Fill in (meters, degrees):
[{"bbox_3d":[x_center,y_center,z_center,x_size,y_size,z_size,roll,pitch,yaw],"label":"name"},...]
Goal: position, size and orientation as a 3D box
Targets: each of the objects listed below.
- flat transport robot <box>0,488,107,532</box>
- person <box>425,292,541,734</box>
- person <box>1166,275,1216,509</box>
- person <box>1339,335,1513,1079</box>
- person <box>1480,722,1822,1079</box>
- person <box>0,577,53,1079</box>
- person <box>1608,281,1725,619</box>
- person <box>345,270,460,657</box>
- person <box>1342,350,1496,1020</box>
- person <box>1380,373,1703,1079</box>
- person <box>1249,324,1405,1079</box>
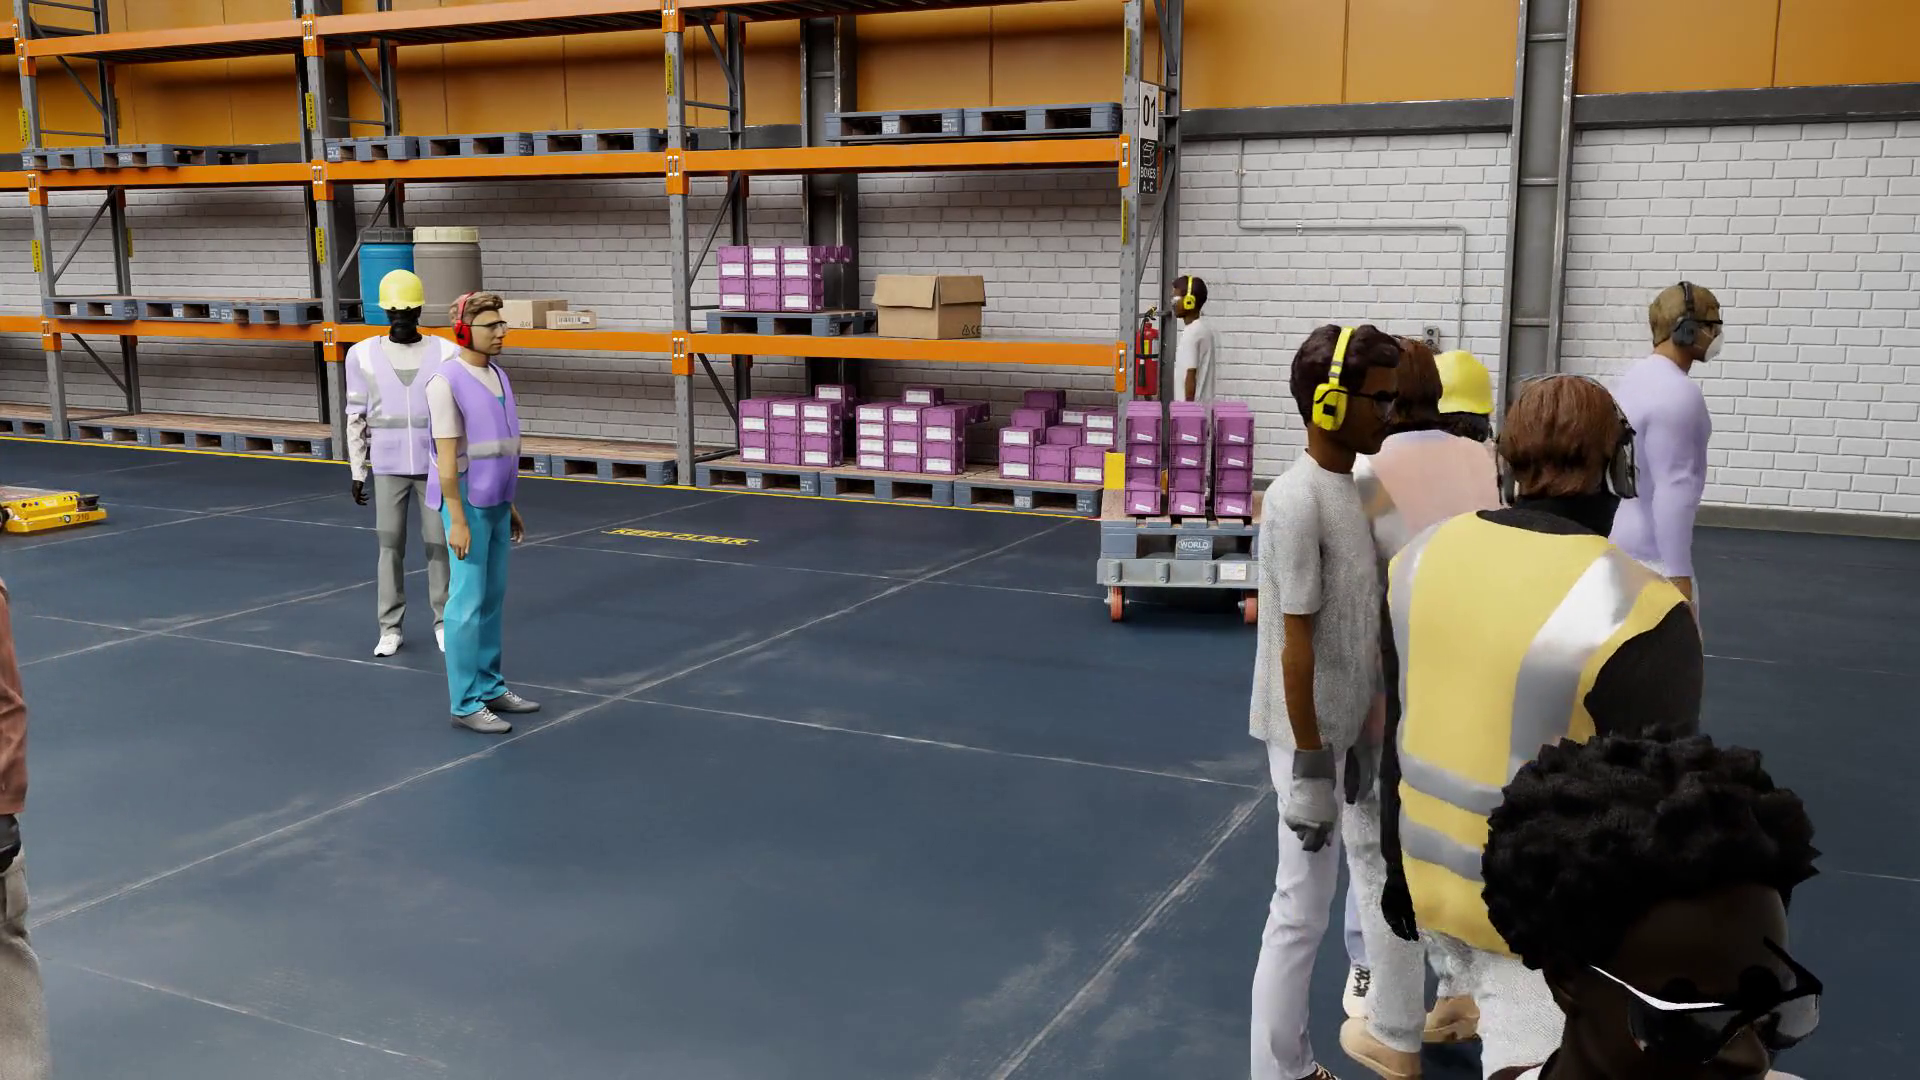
[{"bbox_3d":[-7.092,-0.244,12.274,1.431,0.197,0.652,4,11,23],"label":"flat transport robot"},{"bbox_3d":[-2.047,-0.121,7.057,0.389,1.847,0.563,2,10,9],"label":"person"},{"bbox_3d":[1.558,-0.800,10.918,0.579,1.857,0.542,3,10,16],"label":"person"},{"bbox_3d":[1.067,0.422,4.022,0.630,1.820,0.437,-5,11,-25],"label":"person"},{"bbox_3d":[0.470,0.961,1.297,0.540,1.695,0.317,-4,11,-21],"label":"person"},{"bbox_3d":[-2.235,0.583,3.627,0.523,1.638,0.310,4,11,23],"label":"person"},{"bbox_3d":[2.386,0.042,5.925,0.667,1.918,0.639,3,10,15],"label":"person"},{"bbox_3d":[-2.733,-0.376,8.294,0.594,1.922,0.382,-3,10,-17],"label":"person"},{"bbox_3d":[1.241,0.395,4.336,0.530,1.768,0.322,0,10,2],"label":"person"},{"bbox_3d":[1.036,0.632,2.838,0.612,1.813,0.673,-4,11,-22],"label":"person"},{"bbox_3d":[0.813,0.459,3.692,0.328,1.865,0.508,3,10,18],"label":"person"}]
